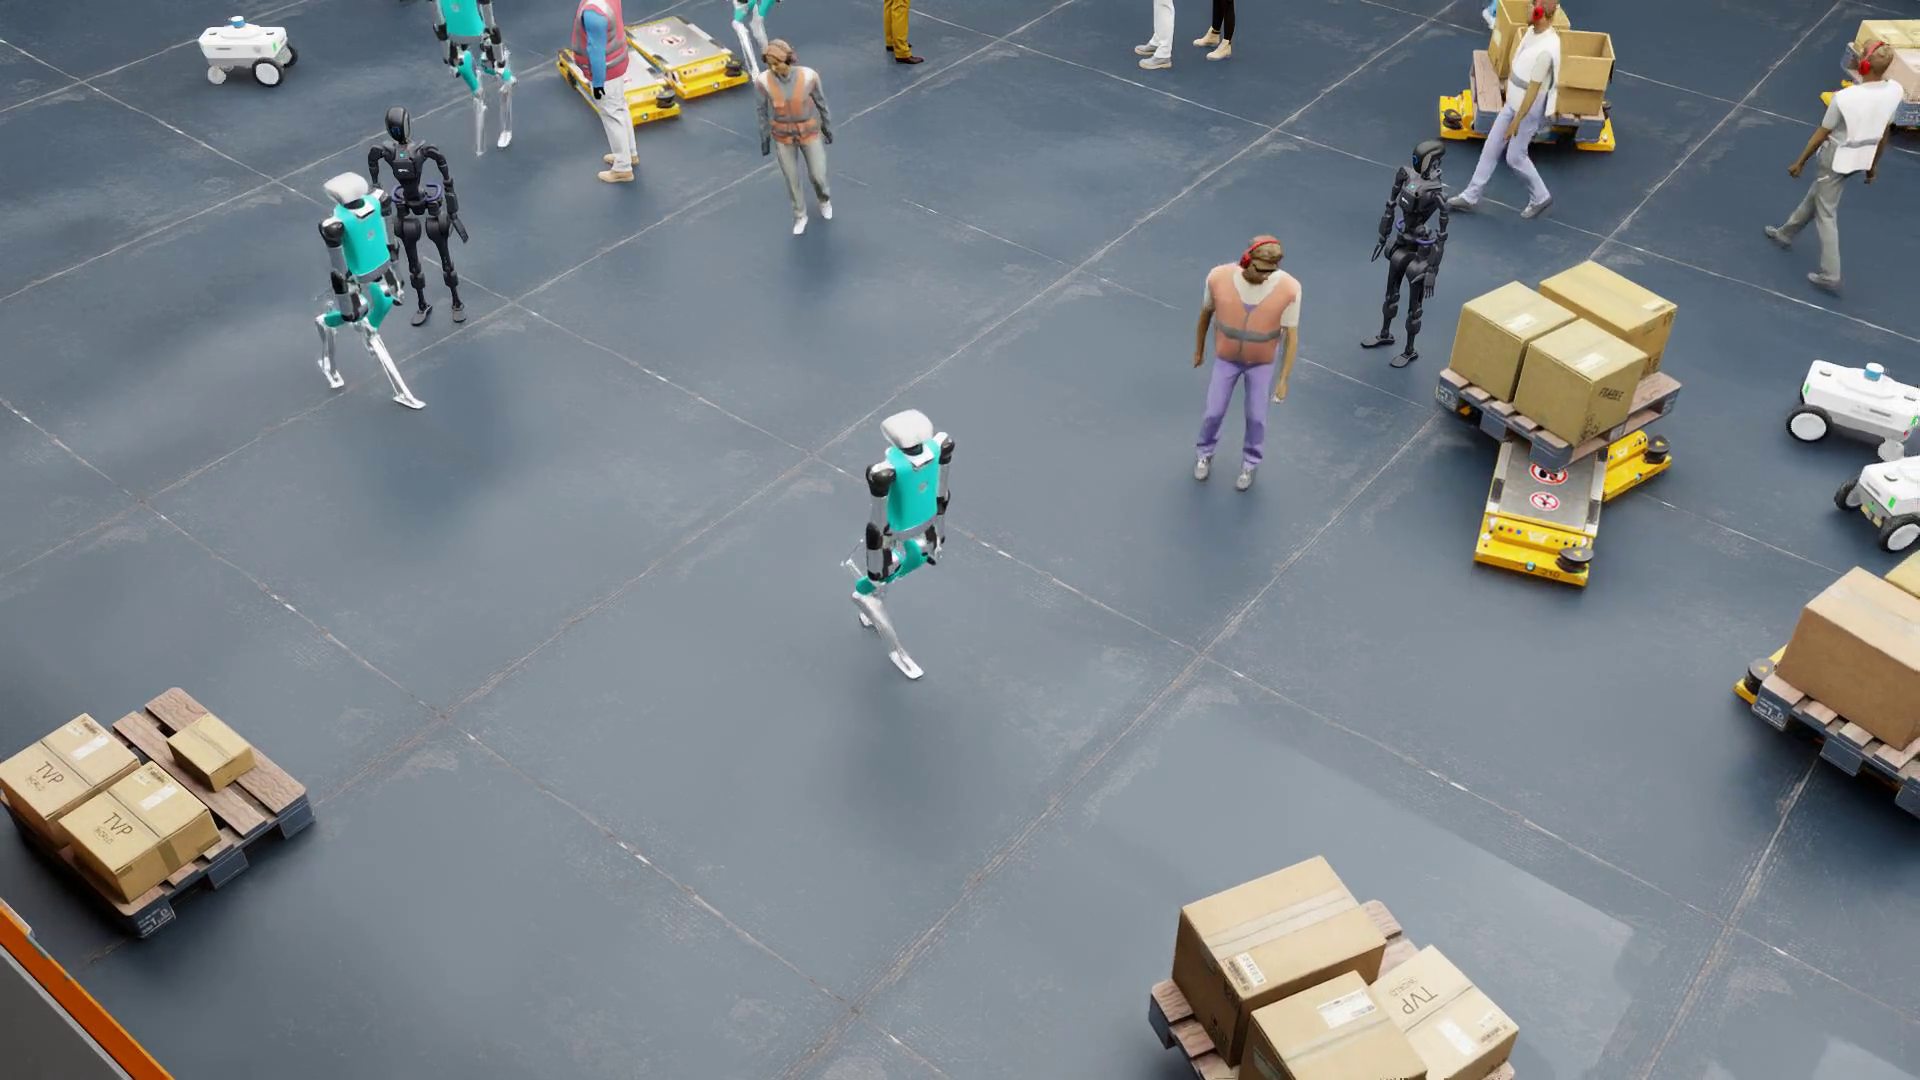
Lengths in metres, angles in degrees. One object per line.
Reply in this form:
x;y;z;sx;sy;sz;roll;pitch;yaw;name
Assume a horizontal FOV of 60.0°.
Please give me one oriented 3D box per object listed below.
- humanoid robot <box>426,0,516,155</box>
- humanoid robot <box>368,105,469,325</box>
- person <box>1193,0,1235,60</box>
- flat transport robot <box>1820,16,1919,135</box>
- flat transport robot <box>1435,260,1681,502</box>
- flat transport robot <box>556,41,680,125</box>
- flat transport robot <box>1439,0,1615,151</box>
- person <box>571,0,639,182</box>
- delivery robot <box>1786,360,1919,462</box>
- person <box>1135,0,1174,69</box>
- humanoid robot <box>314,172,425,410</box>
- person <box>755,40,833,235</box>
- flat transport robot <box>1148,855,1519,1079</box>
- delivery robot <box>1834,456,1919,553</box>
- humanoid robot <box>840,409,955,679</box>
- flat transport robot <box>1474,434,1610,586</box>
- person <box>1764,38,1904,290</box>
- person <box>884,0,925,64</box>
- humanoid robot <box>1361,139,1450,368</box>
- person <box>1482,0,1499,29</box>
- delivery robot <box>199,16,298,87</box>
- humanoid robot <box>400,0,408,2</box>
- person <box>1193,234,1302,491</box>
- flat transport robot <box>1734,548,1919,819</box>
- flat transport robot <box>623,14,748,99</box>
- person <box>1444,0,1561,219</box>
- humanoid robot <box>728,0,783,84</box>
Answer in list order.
-3.938;-4.003;13.675;0.530;1.792;0.801;3;40;4;humanoid robot
-3.774;-2.267;11.646;0.599;1.659;0.315;-3;40;-4;humanoid robot
2.400;-5.241;15.137;0.318;1.699;0.534;-11;42;-12;person
8.384;-3.790;14.536;1.431;0.231;0.659;0;40;0;flat transport robot
3.914;-0.792;11.010;0.659;0.231;1.431;-24;46;-26;flat transport robot
-3.080;-4.102;14.903;0.659;0.231;1.431;-20;44;-22;flat transport robot
4.887;-3.631;14.350;1.431;0.231;0.659;7;41;8;flat transport robot
-2.860;-3.772;13.314;0.431;1.836;0.628;0;40;0;person
5.877;-0.889;10.908;0.795;0.602;0.499;22;45;24;delivery robot
1.822;-5.189;14.936;0.348;1.882;0.582;-1;40;-1;person
-4.076;-1.680;10.930;0.972;1.761;0.547;21;45;23;humanoid robot
-1.254;-3.077;12.655;0.549;1.610;0.520;2;40;2;person
1.570;2.334;7.333;0.659;0.231;1.431;-16;43;-18;flat transport robot
5.846;-0.282;10.204;0.790;0.614;0.499;-9;41;-10;delivery robot
-0.439;-0.005;9.038;0.549;1.885;0.773;-31;49;-31;humanoid robot
3.664;-0.287;10.416;0.659;0.231;1.431;14;42;16;flat transport robot
6.440;-2.772;12.167;0.575;1.795;0.961;-13;42;-15;person
-0.534;-5.208;15.061;0.341;1.752;0.520;-12;42;-13;person
3.061;-1.946;11.269;0.315;1.657;0.599;-19;44;-21;humanoid robot
5.251;-5.550;15.484;0.424;1.708;0.519;21;45;23;person
-6.478;-4.447;15.082;0.765;0.586;0.499;0;40;0;delivery robot
-5.613;-6.096;16.159;0.598;1.648;0.320;10;41;12;humanoid robot
1.727;-1.103;10.182;0.611;1.803;0.485;8;41;9;person
4.974;1.015;8.884;0.659;0.231;1.431;-27;47;-28;flat transport robot
-2.594;-4.477;15.345;0.659;0.231;1.431;-24;46;-26;flat transport robot
4.297;-3.325;12.801;0.807;1.801;0.584;-1;40;-1;person
-1.867;-4.909;14.742;0.548;1.812;0.682;-29;48;-30;humanoid robot
